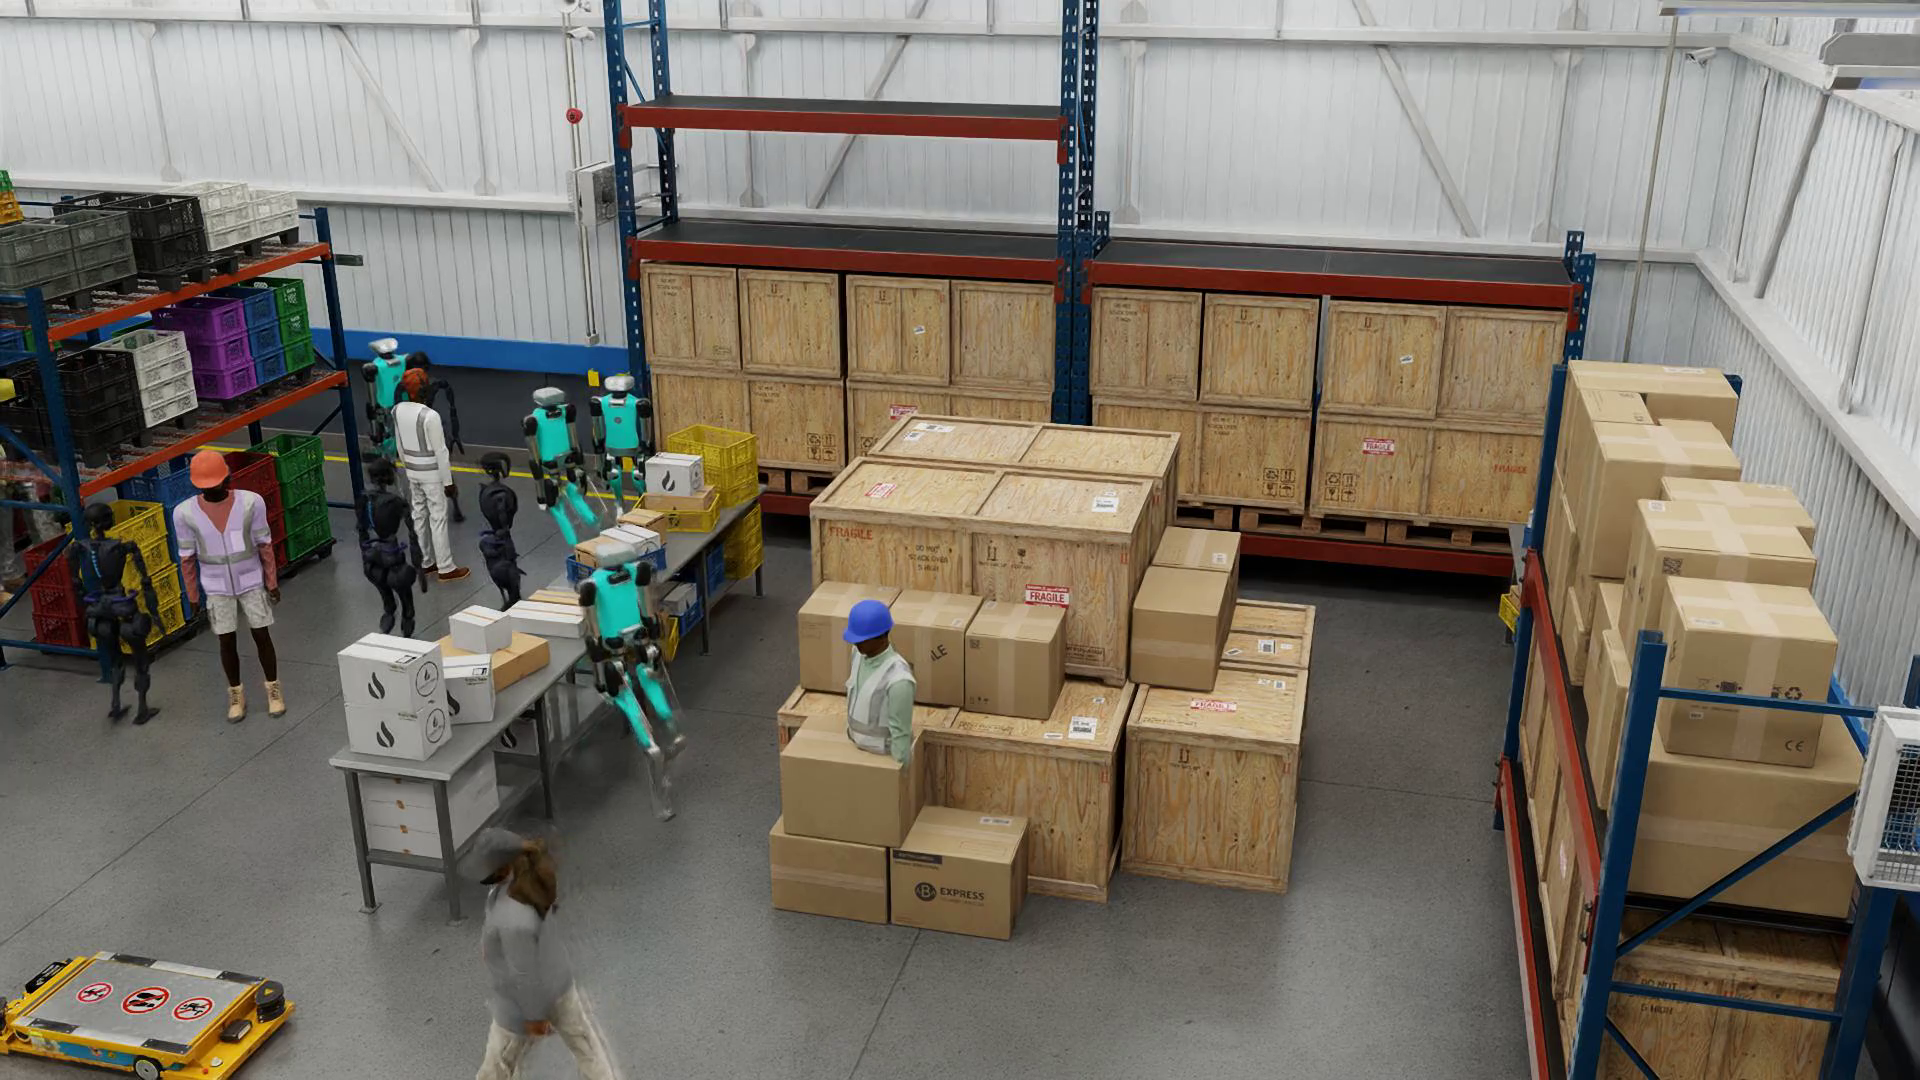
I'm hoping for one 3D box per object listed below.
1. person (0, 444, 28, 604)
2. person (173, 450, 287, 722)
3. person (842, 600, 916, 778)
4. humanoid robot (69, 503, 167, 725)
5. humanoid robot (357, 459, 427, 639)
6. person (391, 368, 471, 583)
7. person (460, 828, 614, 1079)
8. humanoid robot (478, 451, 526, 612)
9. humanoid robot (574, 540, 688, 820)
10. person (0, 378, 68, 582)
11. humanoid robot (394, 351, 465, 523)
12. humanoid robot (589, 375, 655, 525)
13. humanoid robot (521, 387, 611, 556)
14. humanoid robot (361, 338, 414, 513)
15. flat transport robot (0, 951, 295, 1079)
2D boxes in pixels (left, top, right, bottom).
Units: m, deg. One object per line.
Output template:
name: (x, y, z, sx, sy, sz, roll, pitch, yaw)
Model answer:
person: (-8.092, -0.388, 13.859, 0.429, 1.840, 0.632, 0, 21, 1)
person: (-5.142, 0.322, 11.746, 0.611, 2.030, 0.400, -8, 22, -21)
person: (-0.469, 1.222, 9.527, 0.415, 1.932, 0.610, -11, 23, -26)
humanoid robot: (-5.923, 0.518, 11.712, 0.600, 1.652, 0.331, 0, 21, 1)
humanoid robot: (-4.346, 0.175, 12.644, 0.612, 1.646, 0.442, 9, 23, 22)
person: (-4.546, -0.550, 14.223, 0.574, 1.884, 0.356, 13, 25, 31)
person: (-2.044, 2.043, 7.660, 0.886, 1.705, 0.582, 0, 21, -1)
humanoid robot: (-3.539, 0.129, 12.724, 0.429, 1.639, 0.598, -9, 23, -23)
humanoid robot: (-1.983, 0.942, 10.615, 0.890, 1.803, 0.561, 20, 28, 41)
person: (-7.922, -0.494, 14.161, 0.598, 1.824, 0.404, 18, 27, 39)
humanoid robot: (-4.982, -0.960, 15.586, 0.613, 1.639, 0.393, -8, 22, -20)
humanoid robot: (-2.895, -0.658, 14.618, 0.532, 1.736, 0.693, 1, 21, 3)
humanoid robot: (-3.238, -0.343, 13.987, 0.675, 1.861, 0.547, 15, 25, 34)
humanoid robot: (-5.460, -1.055, 15.773, 0.663, 1.815, 0.539, 16, 26, 35)
flat transport robot: (-4.270, 2.464, 8.601, 1.431, 0.231, 0.659, 5, 22, 13)
